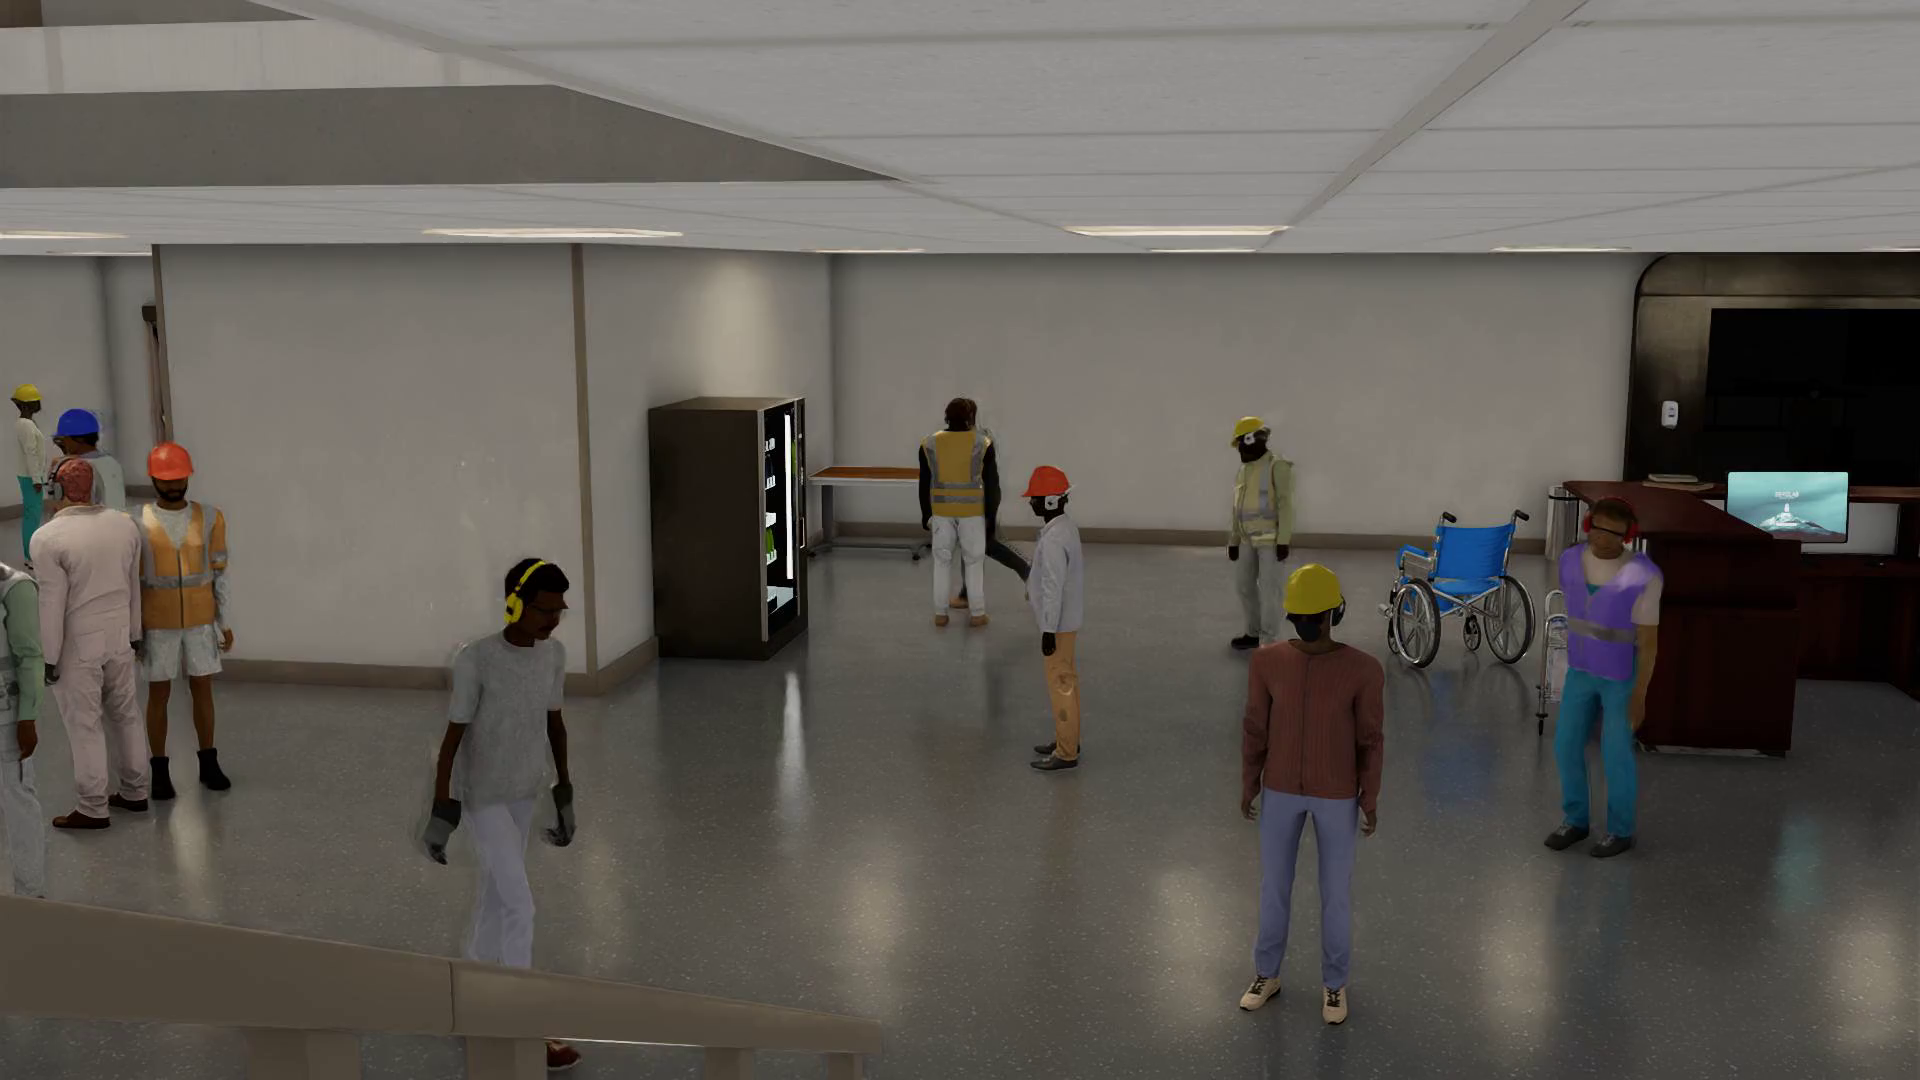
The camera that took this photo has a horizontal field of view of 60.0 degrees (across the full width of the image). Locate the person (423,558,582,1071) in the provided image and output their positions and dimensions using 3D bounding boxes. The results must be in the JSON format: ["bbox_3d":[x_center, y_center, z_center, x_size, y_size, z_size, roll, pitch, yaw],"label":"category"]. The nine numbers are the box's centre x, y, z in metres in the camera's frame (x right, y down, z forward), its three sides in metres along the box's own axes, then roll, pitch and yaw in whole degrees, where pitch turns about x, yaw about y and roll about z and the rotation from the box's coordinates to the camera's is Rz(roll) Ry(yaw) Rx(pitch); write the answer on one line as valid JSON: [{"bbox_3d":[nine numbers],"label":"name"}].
[{"bbox_3d":[-1.575,0.977,6.005,0.841,1.819,0.578,5,11,29],"label":"person"}]

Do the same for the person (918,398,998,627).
[{"bbox_3d":[-0.009,-0.216,13.297,0.636,1.840,0.429,1,9,9],"label":"person"}]

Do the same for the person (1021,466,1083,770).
[{"bbox_3d":[0.524,0.440,9.551,0.361,1.742,0.563,1,9,8],"label":"person"}]

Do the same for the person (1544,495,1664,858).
[{"bbox_3d":[3.119,0.663,7.974,0.548,1.803,0.580,-6,11,-33],"label":"person"}]

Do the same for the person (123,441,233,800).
[{"bbox_3d":[-4.236,0.428,9.025,0.546,1.936,0.369,-7,11,-35],"label":"person"}]

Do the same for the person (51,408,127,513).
[{"bbox_3d":[-5.821,0.077,11.193,0.434,1.930,0.625,0,9,1],"label":"person"}]

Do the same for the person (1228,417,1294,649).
[{"bbox_3d":[2.206,-0.002,12.190,0.420,1.780,0.663,-5,10,-27],"label":"person"}]

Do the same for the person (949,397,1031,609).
[{"bbox_3d":[0.262,-0.291,13.883,0.748,1.809,0.534,3,10,20],"label":"person"}]

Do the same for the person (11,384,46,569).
[{"bbox_3d":[-8.863,-0.606,15.918,0.304,1.770,0.533,-6,11,-33],"label":"person"}]

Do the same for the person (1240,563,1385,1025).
[{"bbox_3d":[1.319,0.957,6.293,0.533,1.767,0.327,4,10,22],"label":"person"}]

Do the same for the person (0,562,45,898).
[{"bbox_3d":[-4.202,0.732,7.114,0.602,1.948,0.387,2,9,10],"label":"person"}]

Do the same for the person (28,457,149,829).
[{"bbox_3d":[-4.494,0.522,8.538,0.401,1.906,0.651,3,10,17],"label":"person"}]
